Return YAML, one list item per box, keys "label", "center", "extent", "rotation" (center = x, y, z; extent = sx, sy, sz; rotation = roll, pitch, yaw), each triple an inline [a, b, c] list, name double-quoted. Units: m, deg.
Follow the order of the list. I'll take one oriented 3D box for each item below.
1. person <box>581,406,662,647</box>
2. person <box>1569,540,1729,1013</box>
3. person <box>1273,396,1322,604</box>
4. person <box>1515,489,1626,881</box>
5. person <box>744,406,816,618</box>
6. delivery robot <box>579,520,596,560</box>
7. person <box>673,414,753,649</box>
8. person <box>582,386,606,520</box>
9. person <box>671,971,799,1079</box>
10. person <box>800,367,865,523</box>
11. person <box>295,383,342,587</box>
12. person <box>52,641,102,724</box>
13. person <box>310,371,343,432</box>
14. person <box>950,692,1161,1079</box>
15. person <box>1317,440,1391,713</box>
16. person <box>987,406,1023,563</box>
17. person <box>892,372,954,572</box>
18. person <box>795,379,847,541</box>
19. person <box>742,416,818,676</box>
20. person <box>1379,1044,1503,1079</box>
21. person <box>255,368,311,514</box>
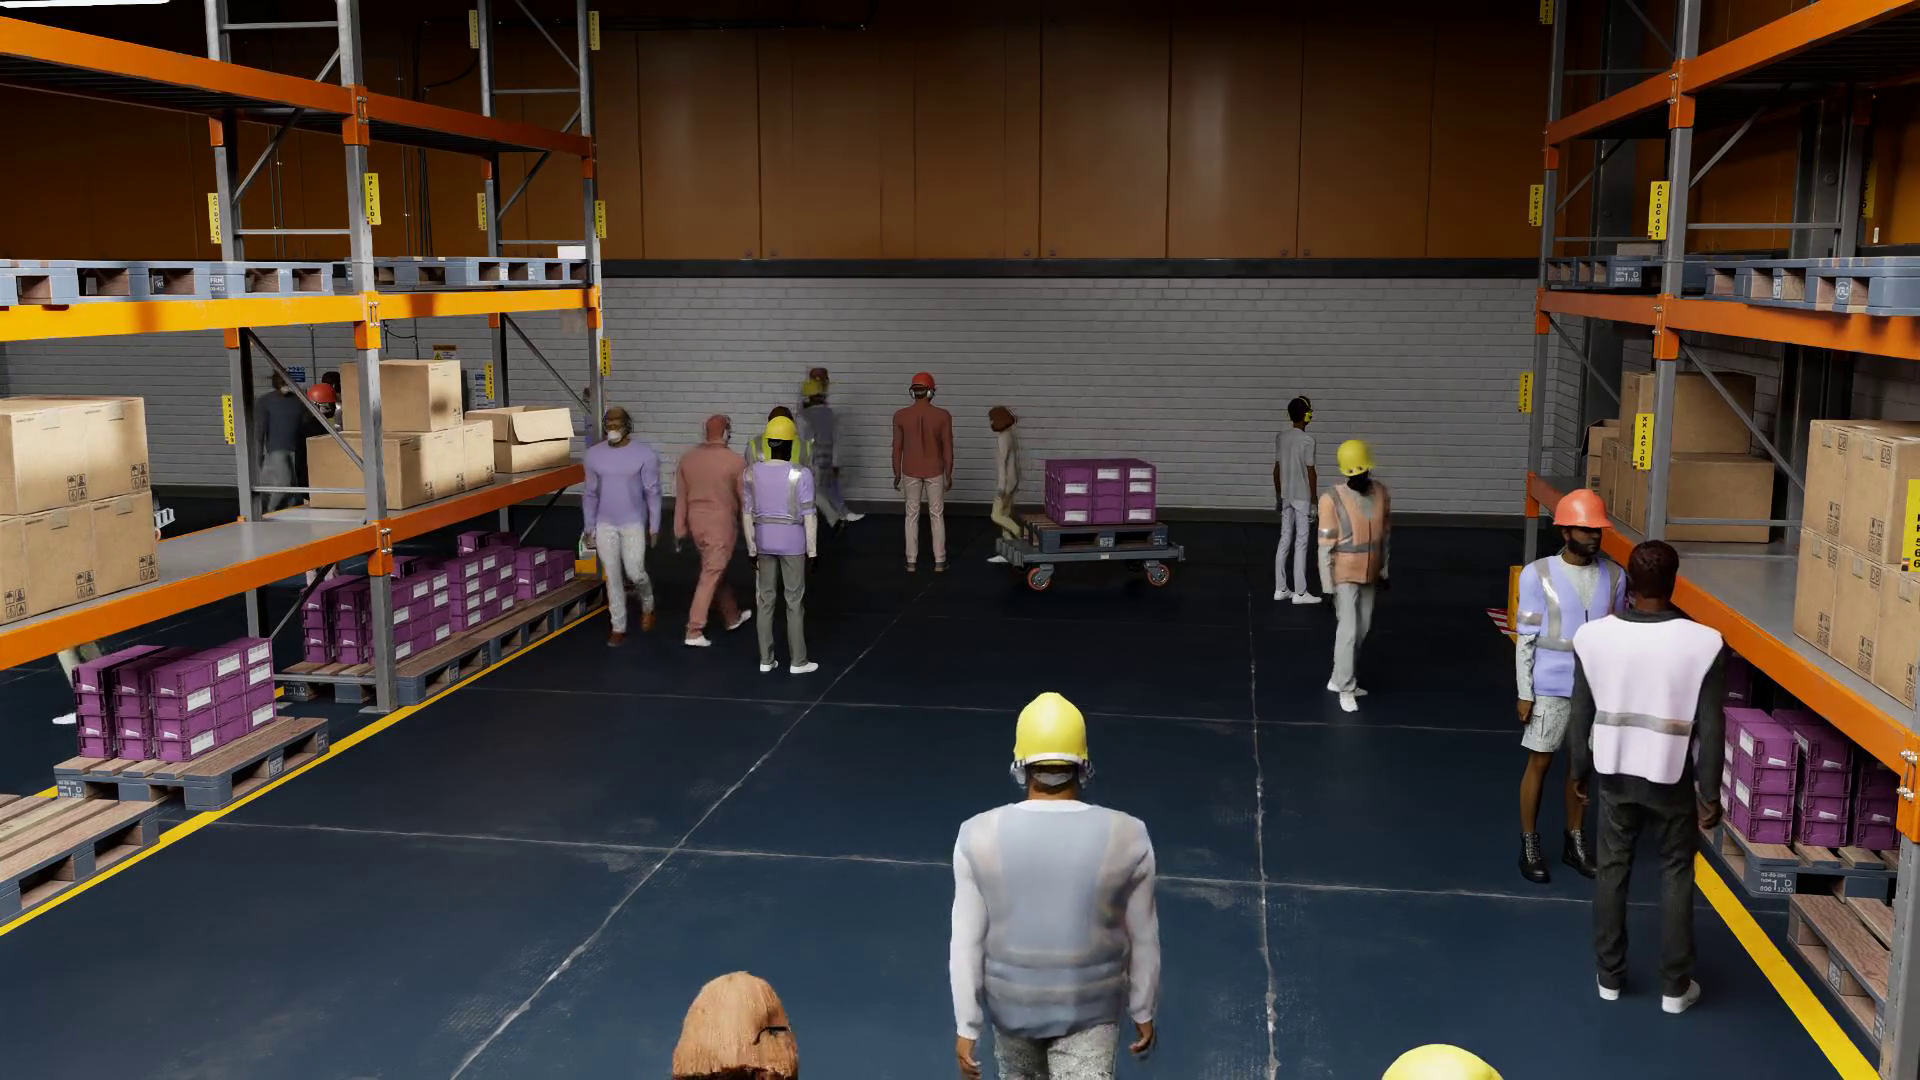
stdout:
- label: "person"
  center: [-2.701, -0.120, 13.346]
  extent: [0.635, 1.923, 0.513]
  rotation: [2, 9, 9]
- label: "person"
  center: [2.776, 0.955, 6.761]
  extent: [0.611, 1.911, 0.413]
  rotation: [7, 11, 35]
- label: "person"
  center: [3.047, -0.362, 14.988]
  extent: [0.322, 1.876, 0.531]
  rotation: [-6, 11, -33]
- label: "person"
  center: [2.995, 0.712, 8.160]
  extent: [0.548, 1.942, 0.347]
  rotation: [-1, 9, -8]
- label: "person"
  center: [-1.545, -0.241, 14.376]
  extent: [0.624, 1.837, 0.430]
  rotation: [-2, 9, -13]
- label: "delivery robot"
  center: [-3.535, 0.047, 16.238]
  extent: [0.477, 0.478, 0.707]
  rotation: [-2, 9, -10]
- label: "person"
  center: [-1.946, -0.084, 13.377]
  extent: [0.646, 1.840, 1.021]
  rotation: [5, 11, 30]
- label: "person"
  center: [-3.708, -0.701, 17.294]
  extent: [0.531, 1.812, 0.645]
  rotation: [-5, 11, -29]
- label: "person"
  center: [-0.479, 1.673, 3.254]
  extent: [0.378, 1.605, 0.655]
  rotation: [-2, 9, -11]
- label: "person"
  center: [-1.663, -1.102, 19.601]
  extent: [1.004, 1.855, 0.655]
  rotation: [-2, 9, -11]
- label: "person"
  center: [-5.703, -0.416, 14.955]
  extent: [0.622, 1.992, 0.397]
  rotation: [7, 11, 35]
- label: "person"
  center: [-5.885, 0.321, 10.930]
  extent: [0.356, 1.834, 0.600]
  rotation: [2, 9, 13]
- label: "person"
  center: [-7.210, -1.027, 19.221]
  extent: [0.621, 1.837, 0.429]
  rotation: [2, 9, 14]
- label: "person"
  center: [0.275, 1.335, 4.816]
  extent: [0.600, 1.796, 0.942]
  rotation: [1, 9, 7]
- label: "person"
  center: [2.658, 0.230, 11.355]
  extent: [0.667, 1.876, 0.598]
  rotation: [-5, 11, -30]
- label: "person"
  center: [0.511, -0.553, 16.962]
  extent: [0.480, 1.611, 0.542]
  rotation: [2, 9, 12]
- label: "person"
  center: [-0.365, -0.670, 16.557]
  extent: [0.612, 1.984, 0.401]
  rotation: [1, 9, 4]
- label: "person"
  center: [-1.567, -0.881, 18.429]
  extent: [0.855, 1.803, 0.599]
  rotation: [7, 11, 36]
- label: "person"
  center: [-1.320, 0.046, 12.311]
  extent: [0.587, 1.927, 0.364]
  rotation: [3, 10, 18]
- label: "person"
  center: [0.761, 1.673, 2.770]
  extent: [0.523, 1.769, 0.323]
  rotation: [-8, 12, -41]
- label: "person"
  center: [-7.561, -0.979, 18.689]
  extent: [0.466, 1.917, 0.625]
  rotation: [6, 11, 34]
